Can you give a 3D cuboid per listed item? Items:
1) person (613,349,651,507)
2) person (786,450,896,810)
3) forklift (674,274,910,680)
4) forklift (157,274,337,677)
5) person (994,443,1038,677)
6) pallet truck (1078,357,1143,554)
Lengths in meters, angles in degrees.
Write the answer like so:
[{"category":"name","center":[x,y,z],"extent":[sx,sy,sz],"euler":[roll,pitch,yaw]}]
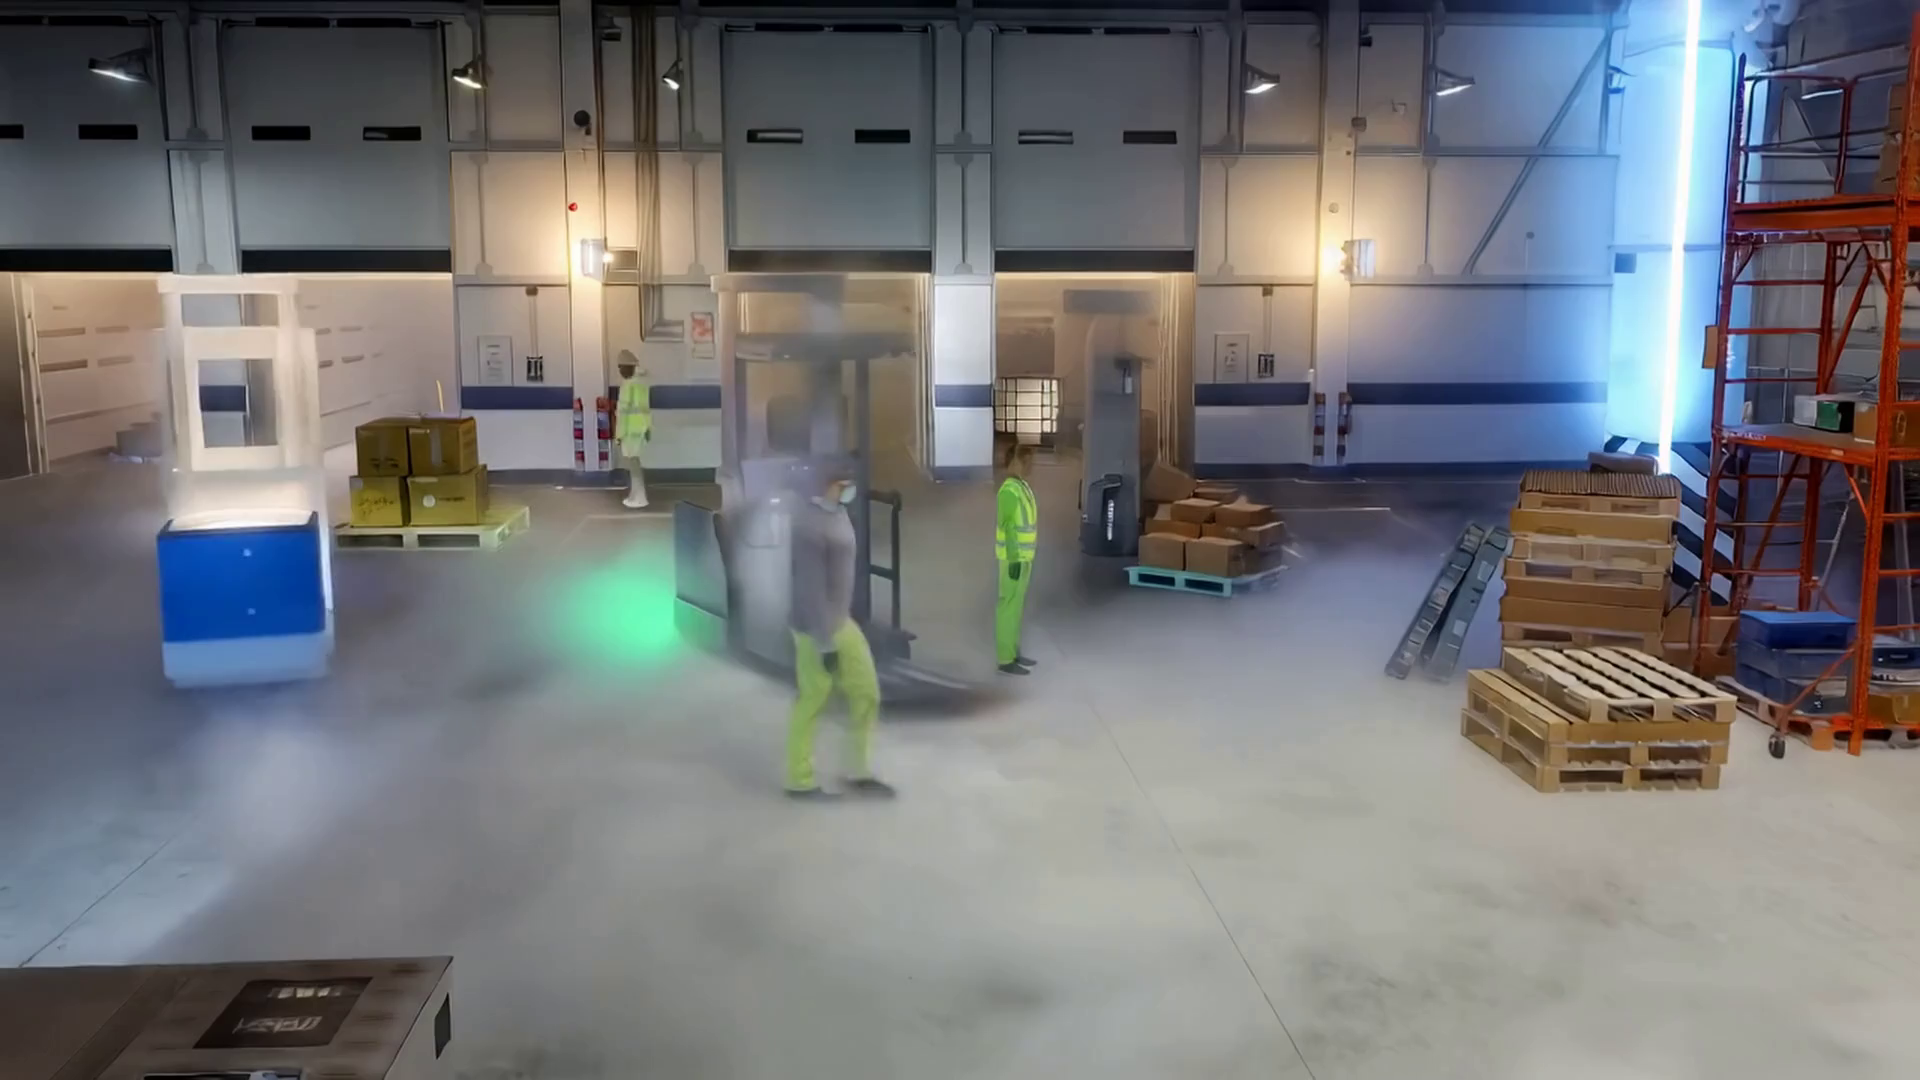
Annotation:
[{"category":"person","center":[-4.032,-1.352,20.231],"extent":[0.535,1.919,0.576],"euler":[3,10,19]},{"category":"person","center":[-0.606,0.488,8.685],"extent":[0.723,1.914,0.665],"euler":[2,9,12]},{"category":"forklift","center":[-1.327,-0.565,12.298],"extent":[1.129,2.768,1.873],"euler":[-6,11,-31]},{"category":"forklift","center":[-5.254,-0.547,12.185],"extent":[1.129,2.768,1.873],"euler":[-3,10,-19]},{"category":"person","center":[0.398,0.133,11.788],"extent":[0.313,1.642,0.513],"euler":[2,9,14]},{"category":"pallet truck","center":[2.088,-0.836,16.757],"extent":[1.885,1.965,0.823],"euler":[2,9,13]}]
